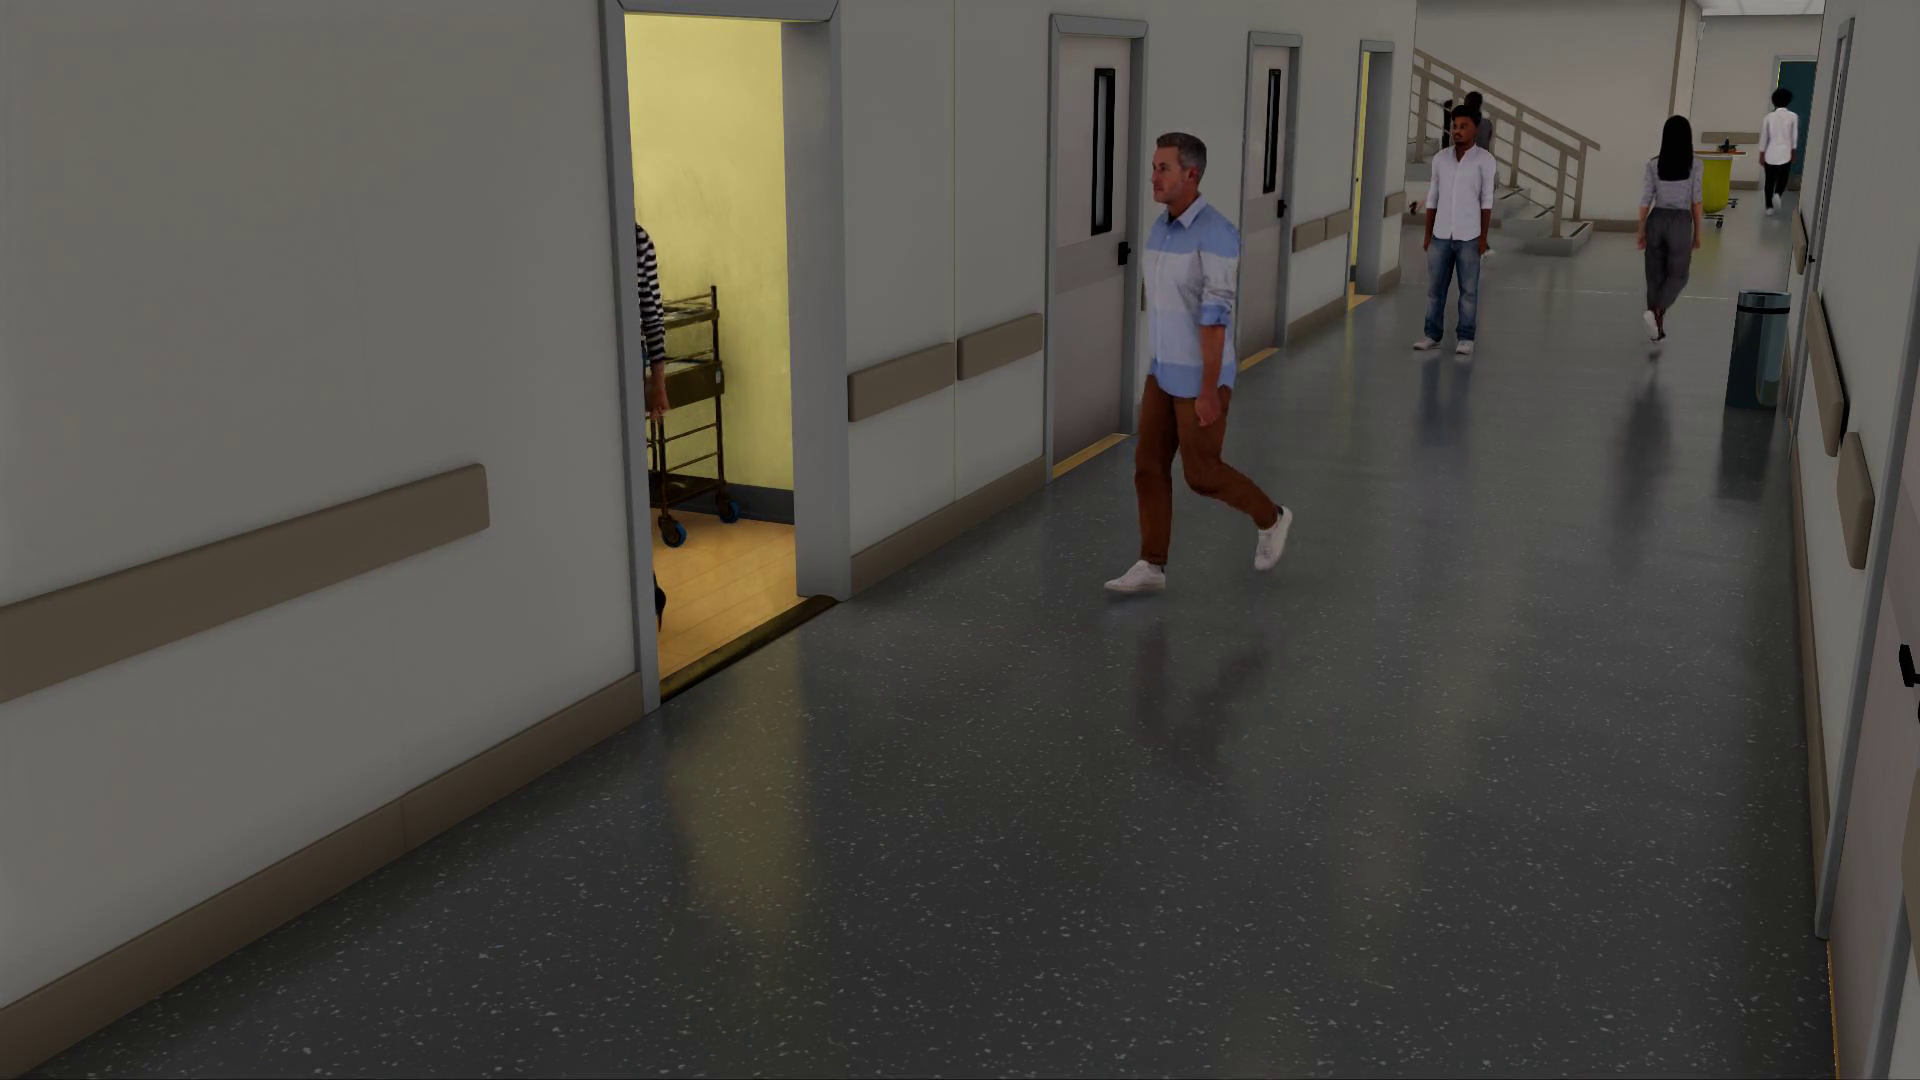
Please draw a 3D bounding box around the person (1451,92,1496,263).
[{"bbox_3d":[5.502,-3.863,17.882,1.072,1.815,1.265,-11,19,-33],"label":"person"}]

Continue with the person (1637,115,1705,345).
[{"bbox_3d":[5.319,-2.297,12.512,0.964,1.714,0.779,11,19,34],"label":"person"}]

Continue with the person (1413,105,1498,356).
[{"bbox_3d":[3.705,-2.304,12.356,0.565,1.813,0.741,11,19,34],"label":"person"}]

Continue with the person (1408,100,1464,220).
[{"bbox_3d":[6.454,-5.008,22.206,1.007,1.672,0.611,8,18,27],"label":"person"}]

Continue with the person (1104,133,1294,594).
[{"bbox_3d":[0.973,-0.663,6.558,1.104,1.801,1.112,-9,18,-28],"label":"person"}]

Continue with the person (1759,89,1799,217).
[{"bbox_3d":[11.828,-5.584,24.026,0.829,1.794,0.710,7,17,25],"label":"person"}]
